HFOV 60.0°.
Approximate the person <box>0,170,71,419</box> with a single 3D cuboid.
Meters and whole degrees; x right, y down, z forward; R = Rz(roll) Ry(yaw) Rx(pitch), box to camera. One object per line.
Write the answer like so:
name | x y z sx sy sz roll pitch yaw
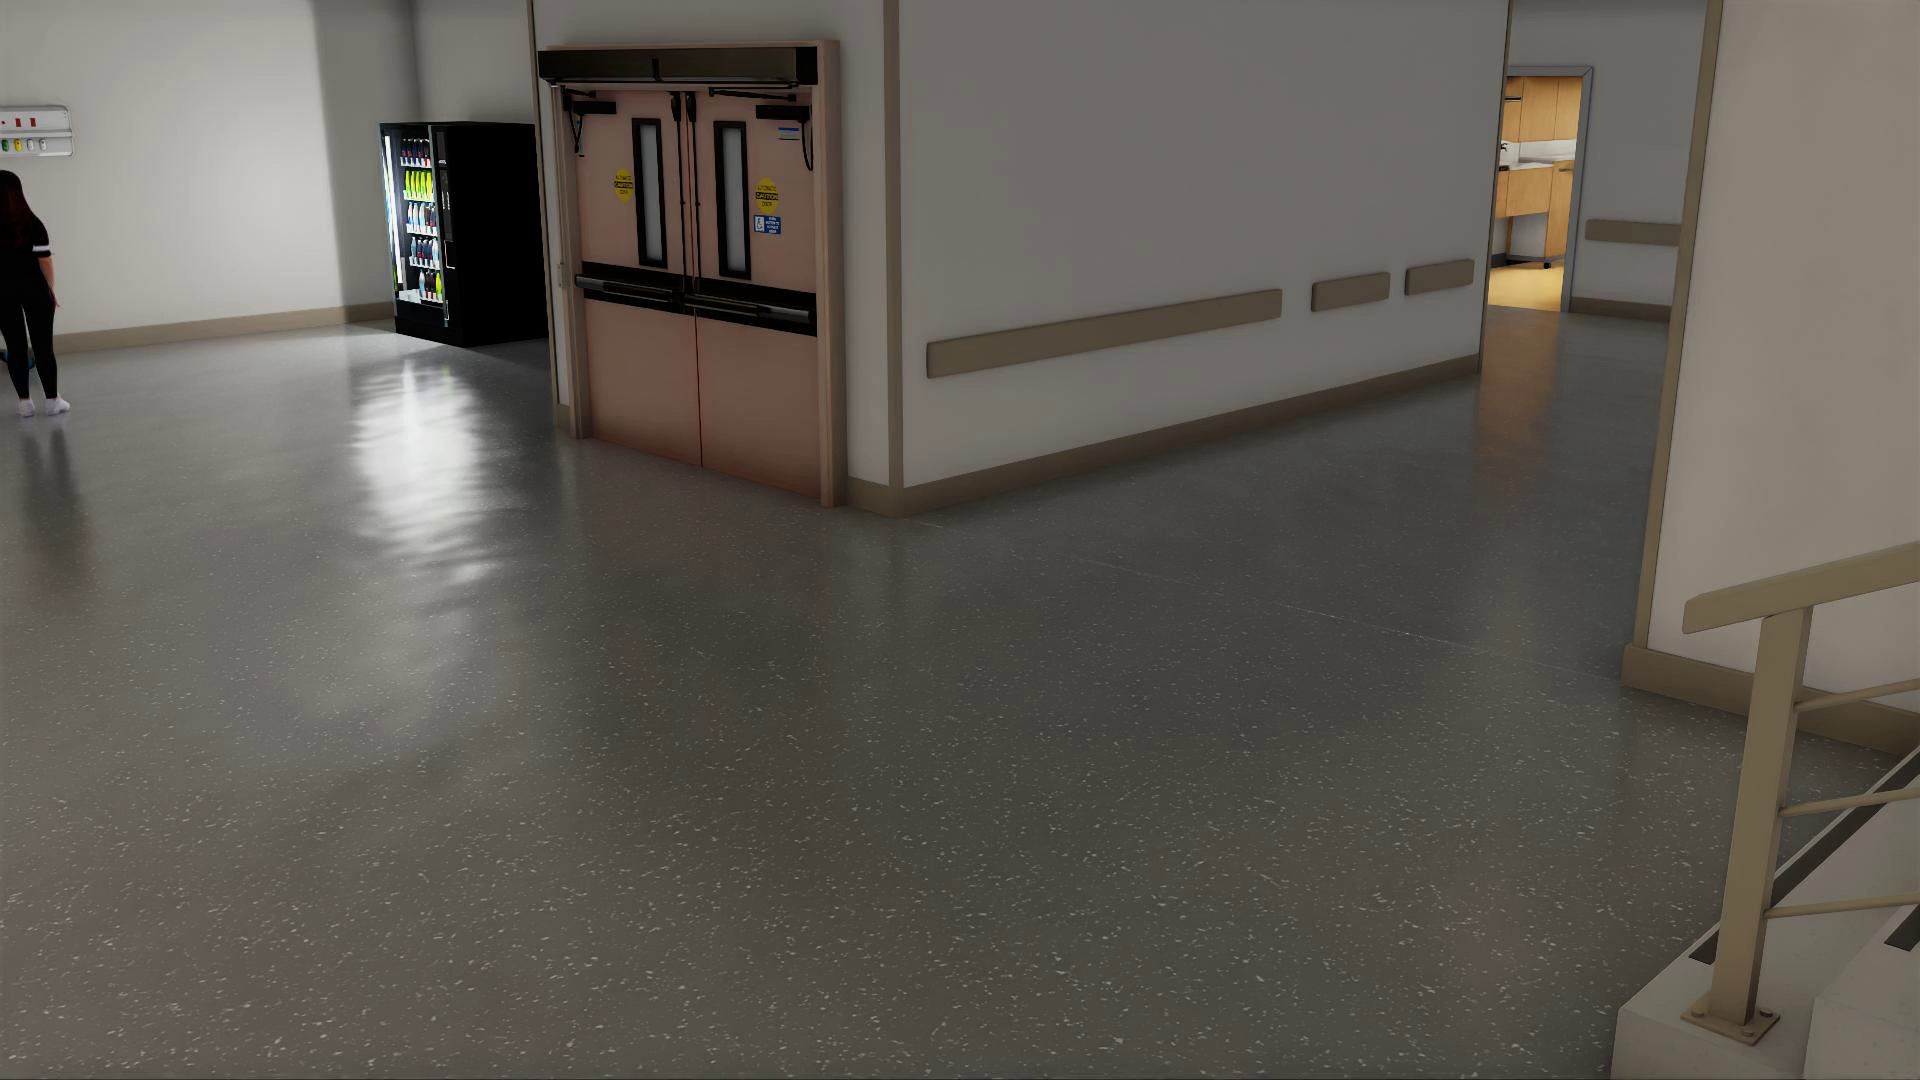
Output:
person | -6.318 -1.655 11.184 0.705 1.638 0.730 -5 16 -17
